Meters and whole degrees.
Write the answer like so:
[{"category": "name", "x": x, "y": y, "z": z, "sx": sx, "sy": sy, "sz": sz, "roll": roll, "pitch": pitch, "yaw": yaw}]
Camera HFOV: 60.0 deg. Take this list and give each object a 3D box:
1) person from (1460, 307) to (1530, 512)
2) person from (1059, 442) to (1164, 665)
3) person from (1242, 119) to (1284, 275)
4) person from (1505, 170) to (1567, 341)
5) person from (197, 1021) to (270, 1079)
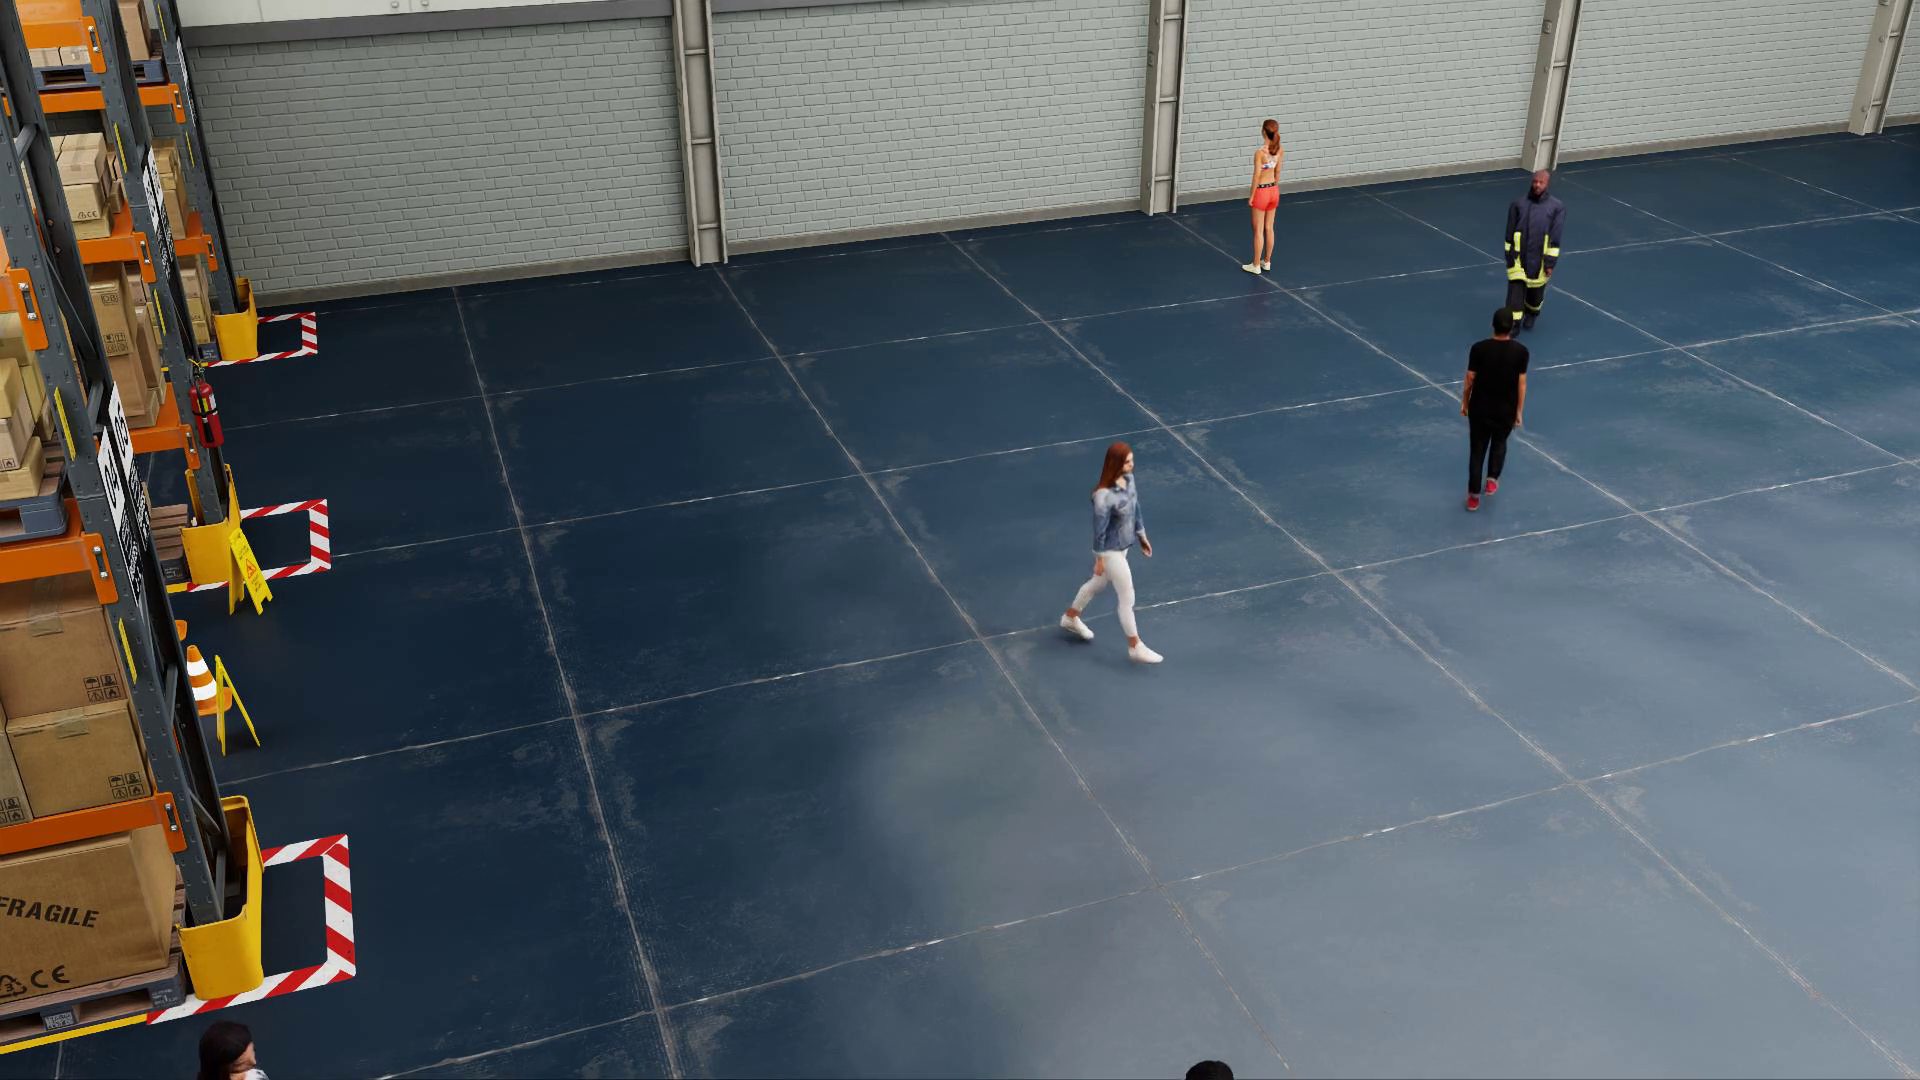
[{"category": "person", "x": 4.446, "y": -1.055, "z": 13.891, "sx": 0.926, "sy": 1.739, "sz": 0.964, "roll": 8, "pitch": 29, "yaw": 14}, {"category": "person", "x": 1.017, "y": 0.054, "z": 11.887, "sx": 1.127, "sy": 1.666, "sz": 1.098, "roll": 14, "pitch": 31, "yaw": 25}, {"category": "person", "x": 3.553, "y": -4.002, "z": 19.368, "sx": 0.576, "sy": 1.791, "sz": 0.684, "roll": -17, "pitch": 33, "yaw": -29}, {"category": "person", "x": 6.038, "y": -3.006, "z": 17.502, "sx": 1.246, "sy": 1.787, "sz": 1.302, "roll": 12, "pitch": 30, "yaw": 22}, {"category": "person", "x": -3.025, "y": 2.651, "z": 6.919, "sx": 0.853, "sy": 1.750, "sz": 0.741, "roll": 23, "pitch": 36, "yaw": 36}]
